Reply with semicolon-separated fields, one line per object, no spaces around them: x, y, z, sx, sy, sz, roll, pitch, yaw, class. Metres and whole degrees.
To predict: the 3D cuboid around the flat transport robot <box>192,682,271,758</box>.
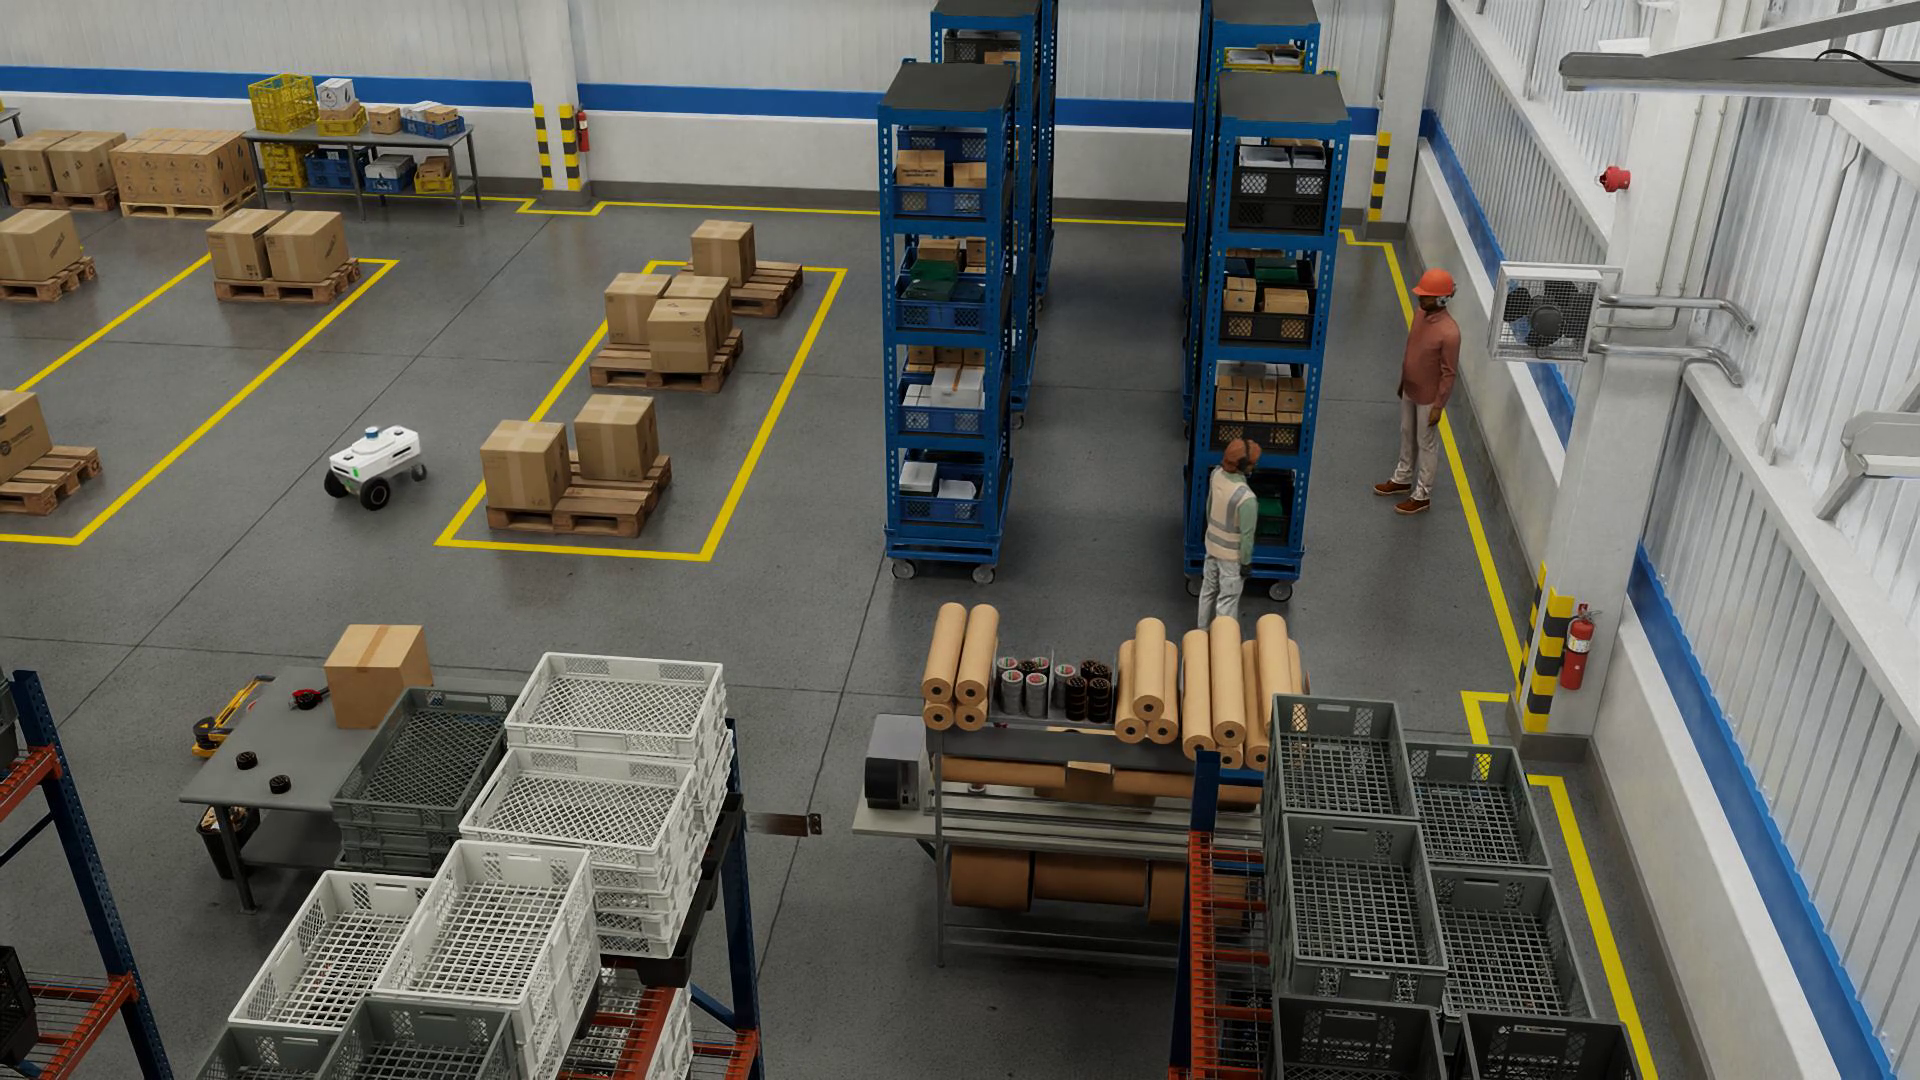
-4.089;1.163;10.648;1.431;0.197;0.652;3;30;6;flat transport robot

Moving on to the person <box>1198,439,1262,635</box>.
1.804;0.068;11.178;0.316;1.639;0.514;-11;32;-19;person

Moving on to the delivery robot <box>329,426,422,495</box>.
-4.717;-0.678;13.441;0.477;0.478;0.707;17;34;27;delivery robot

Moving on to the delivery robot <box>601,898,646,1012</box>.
-1.824;2.153;8.577;0.477;0.478;0.707;13;33;21;delivery robot

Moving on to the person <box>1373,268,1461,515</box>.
3.596;-1.164;12.945;0.380;1.994;0.618;-8;31;-14;person
